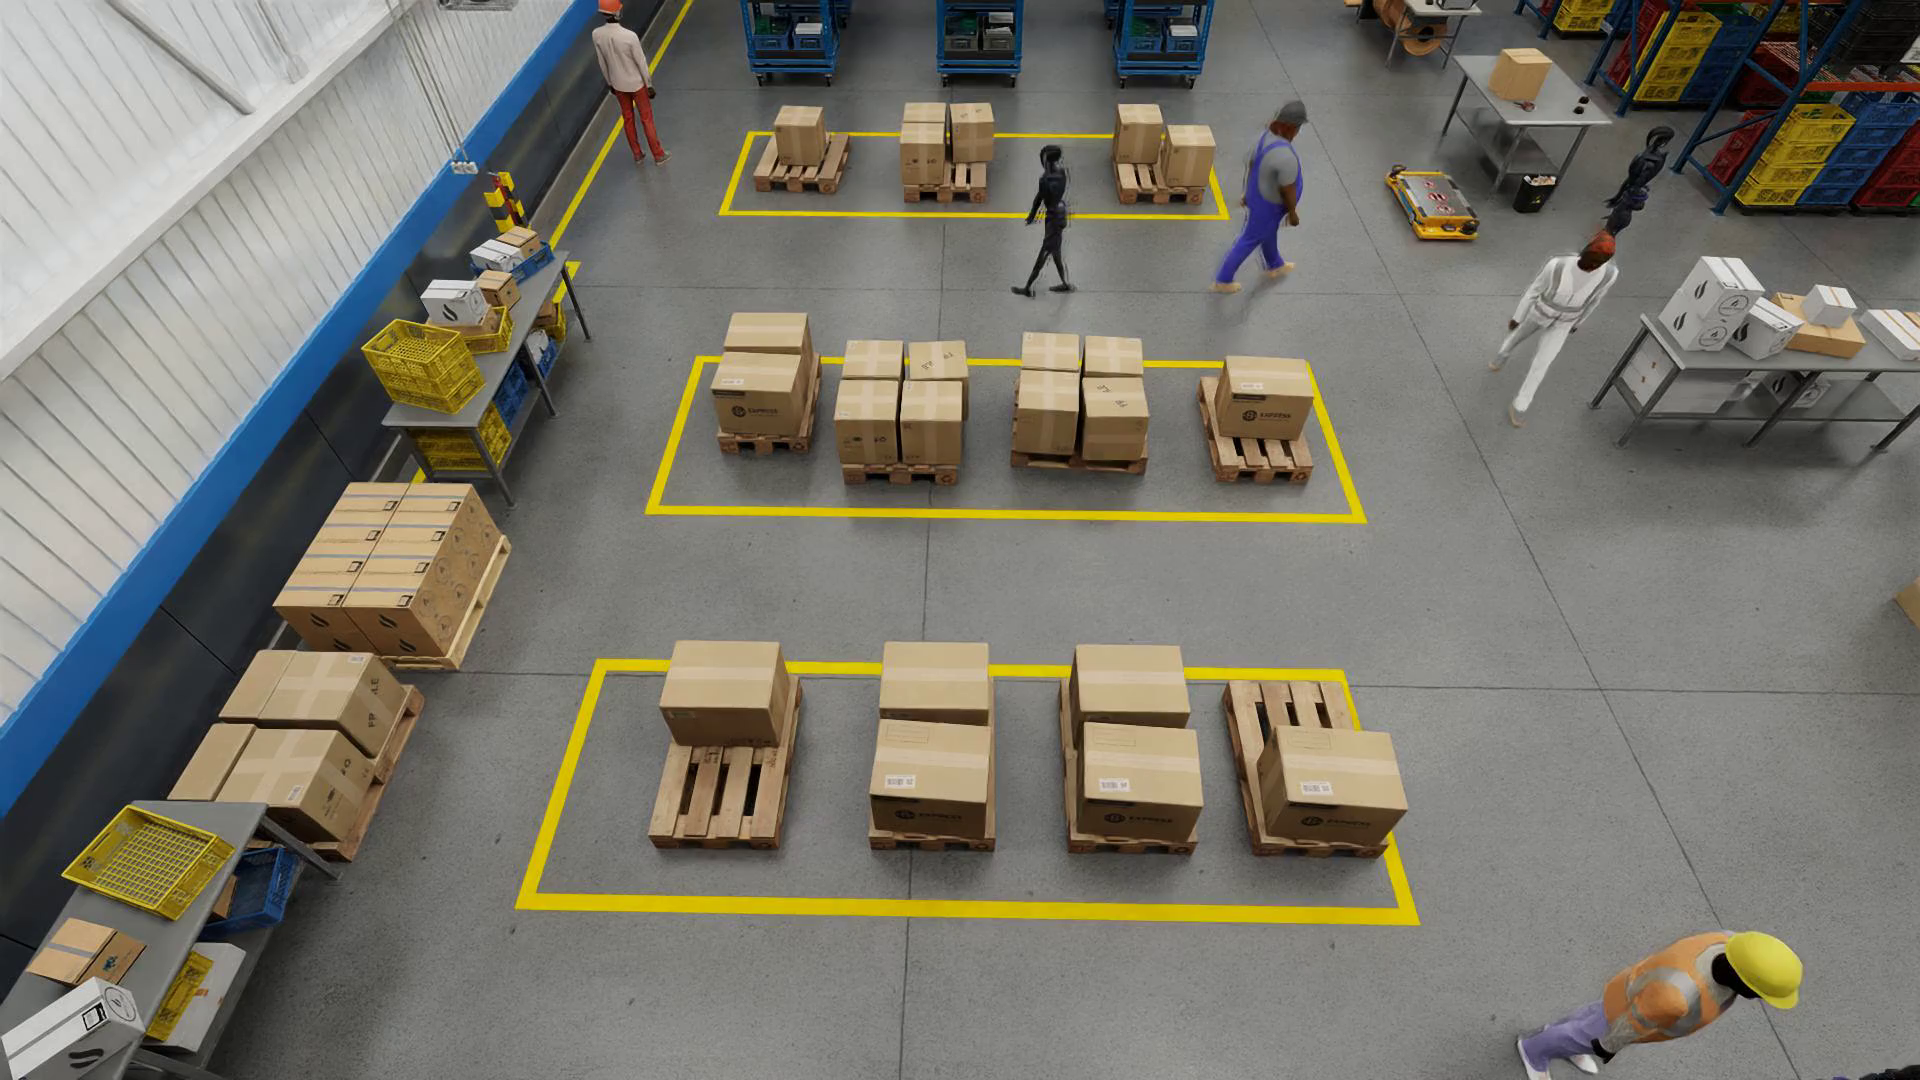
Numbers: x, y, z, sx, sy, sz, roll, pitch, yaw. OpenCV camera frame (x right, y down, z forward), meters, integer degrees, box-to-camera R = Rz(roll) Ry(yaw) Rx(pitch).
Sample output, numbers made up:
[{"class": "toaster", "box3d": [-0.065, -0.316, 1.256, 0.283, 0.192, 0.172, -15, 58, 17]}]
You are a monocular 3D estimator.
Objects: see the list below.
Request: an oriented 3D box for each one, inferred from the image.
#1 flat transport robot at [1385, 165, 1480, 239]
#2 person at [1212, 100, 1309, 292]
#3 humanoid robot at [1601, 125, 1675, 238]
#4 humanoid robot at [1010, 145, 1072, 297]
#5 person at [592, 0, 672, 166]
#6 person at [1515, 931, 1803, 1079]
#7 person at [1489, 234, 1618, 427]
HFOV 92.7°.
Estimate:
[{"class": "flat transport robot", "box3d": [5.692, -4.094, 11.059, 0.652, 0.197, 1.431, 1, 49, 1]}, {"class": "person", "box3d": [3.217, -3.498, 9.390, 0.978, 2.000, 0.684, 0, 49, 0]}, {"class": "humanoid robot", "box3d": [6.998, -3.531, 9.657, 0.329, 1.651, 0.565, 23, 53, 19]}, {"class": "humanoid robot", "box3d": [0.891, -3.250, 9.431, 0.734, 1.627, 0.613, 1, 49, 1]}, {"class": "person", "box3d": [-4.051, -5.604, 11.243, 0.608, 1.995, 0.375, 8, 50, 7]}, {"class": "person", "box3d": [3.336, 2.299, 4.449, 0.590, 1.925, 0.376, -24, 53, -19]}, {"class": "person", "box3d": [5.353, -2.047, 8.307, 0.591, 1.792, 1.158, 17, 51, 14]}]
